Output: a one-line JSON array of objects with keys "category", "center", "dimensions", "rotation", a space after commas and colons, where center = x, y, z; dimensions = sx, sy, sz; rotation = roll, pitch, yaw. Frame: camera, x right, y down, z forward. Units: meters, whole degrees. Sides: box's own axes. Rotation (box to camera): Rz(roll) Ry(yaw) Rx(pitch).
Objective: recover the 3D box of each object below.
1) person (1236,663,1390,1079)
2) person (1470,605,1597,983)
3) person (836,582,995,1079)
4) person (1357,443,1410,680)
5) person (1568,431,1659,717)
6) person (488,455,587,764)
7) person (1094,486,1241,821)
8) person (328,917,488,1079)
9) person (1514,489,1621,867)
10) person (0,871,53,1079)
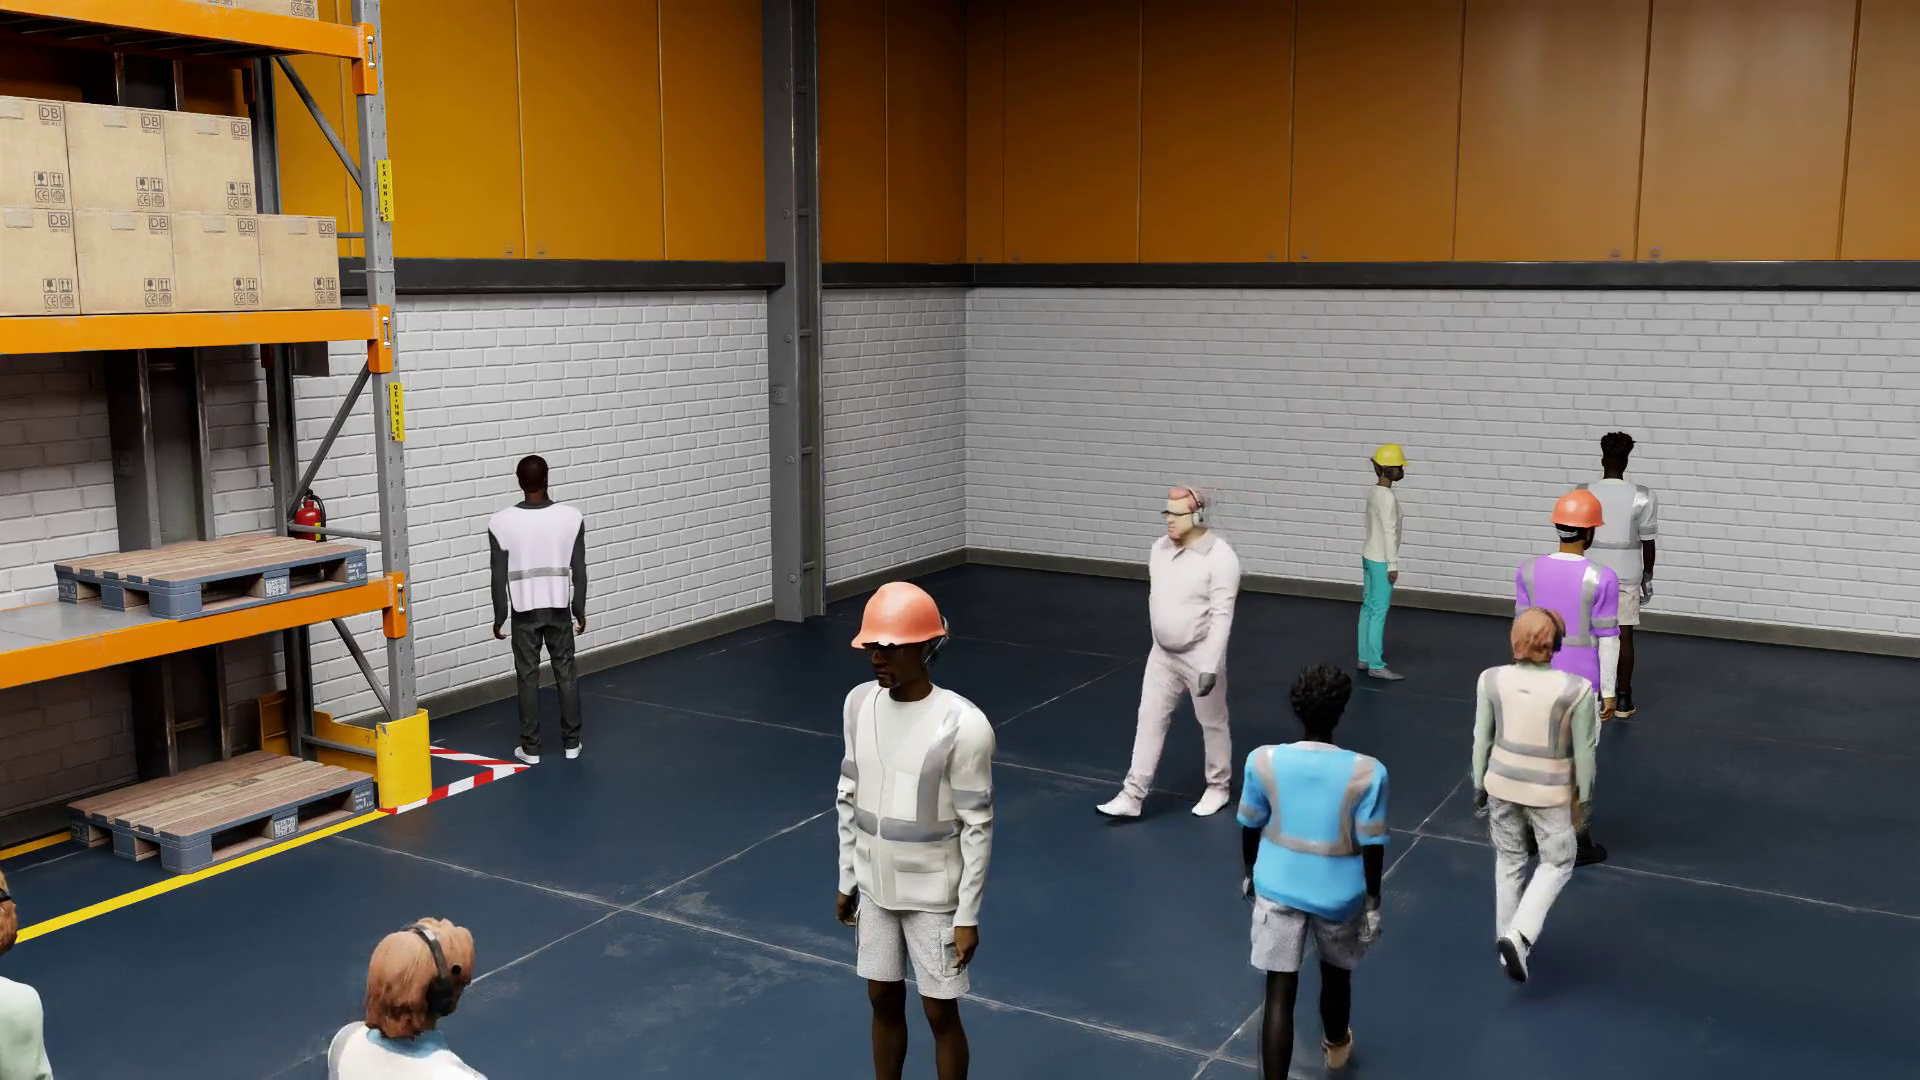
[{"category": "person", "center": [1.266, 1.253, 6.004], "dimensions": [0.549, 1.646, 0.865], "rotation": [3, 10, 21]}, {"category": "person", "center": [2.412, 1.095, 7.083], "dimensions": [0.524, 1.621, 0.502], "rotation": [7, 12, 39]}, {"category": "person", "center": [-0.176, 1.141, 5.477], "dimensions": [0.608, 2.048, 0.368], "rotation": [7, 11, 36]}, {"category": "person", "center": [3.183, 0.157, 12.493], "dimensions": [0.320, 1.769, 0.523], "rotation": [0, 9, -1]}, {"category": "person", "center": [4.438, 0.235, 11.387], "dimensions": [0.607, 1.966, 0.367], "rotation": [3, 10, 20]}, {"category": "person", "center": [-2.603, 0.433, 10.308], "dimensions": [0.590, 1.917, 0.395], "rotation": [-4, 10, -23]}, {"category": "person", "center": [1.176, 0.646, 9.102], "dimensions": [0.947, 1.862, 0.663], "rotation": [-8, 12, -40]}, {"category": "person", "center": [-1.216, 1.636, 3.807], "dimensions": [0.513, 1.593, 0.865], "rotation": [5, 10, 27]}, {"category": "person", "center": [3.118, 0.704, 8.546], "dimensions": [0.545, 1.938, 0.361], "rotation": [9, 13, 44]}, {"category": "person", "center": [-2.414, 1.569, 4.093], "dimensions": [0.501, 1.633, 0.282], "rotation": [3, 9, 16]}]
